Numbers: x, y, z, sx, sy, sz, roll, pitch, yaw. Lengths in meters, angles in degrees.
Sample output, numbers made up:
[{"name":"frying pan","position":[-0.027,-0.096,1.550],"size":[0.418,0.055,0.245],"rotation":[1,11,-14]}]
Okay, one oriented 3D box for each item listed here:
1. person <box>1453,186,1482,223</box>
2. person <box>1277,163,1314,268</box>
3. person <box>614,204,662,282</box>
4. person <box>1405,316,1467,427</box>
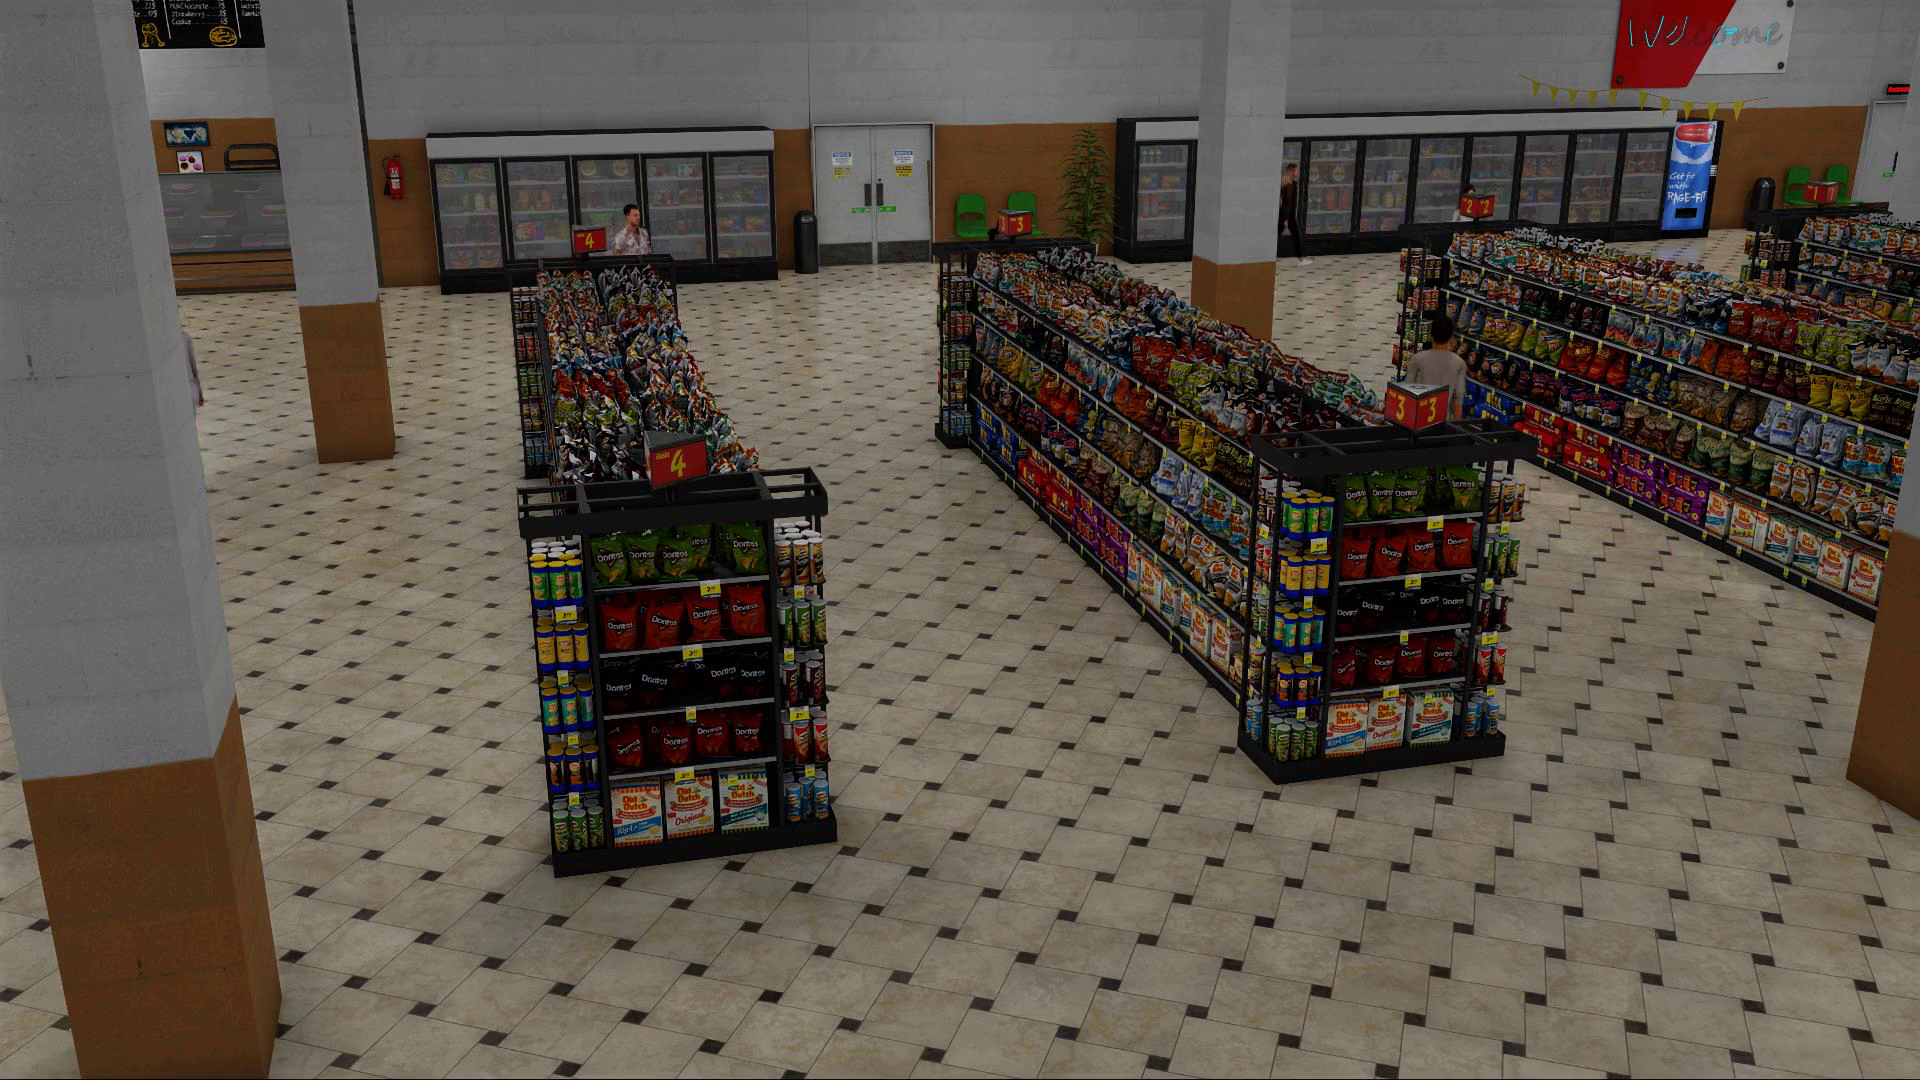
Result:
[{"name":"person","position":[7.216,-4.218,23.896],"size":[0.603,1.715,0.679],"rotation":[-3,19,-9]},{"name":"person","position":[5.221,-5.246,27.029],"size":[0.831,1.663,1.086],"rotation":[-1,19,-2]},{"name":"person","position":[-4.206,-3.387,21.298],"size":[0.856,1.800,0.810],"rotation":[13,23,34]},{"name":"person","position":[4.012,-0.973,14.184],"size":[0.931,1.772,1.234],"rotation":[2,19,6]}]
